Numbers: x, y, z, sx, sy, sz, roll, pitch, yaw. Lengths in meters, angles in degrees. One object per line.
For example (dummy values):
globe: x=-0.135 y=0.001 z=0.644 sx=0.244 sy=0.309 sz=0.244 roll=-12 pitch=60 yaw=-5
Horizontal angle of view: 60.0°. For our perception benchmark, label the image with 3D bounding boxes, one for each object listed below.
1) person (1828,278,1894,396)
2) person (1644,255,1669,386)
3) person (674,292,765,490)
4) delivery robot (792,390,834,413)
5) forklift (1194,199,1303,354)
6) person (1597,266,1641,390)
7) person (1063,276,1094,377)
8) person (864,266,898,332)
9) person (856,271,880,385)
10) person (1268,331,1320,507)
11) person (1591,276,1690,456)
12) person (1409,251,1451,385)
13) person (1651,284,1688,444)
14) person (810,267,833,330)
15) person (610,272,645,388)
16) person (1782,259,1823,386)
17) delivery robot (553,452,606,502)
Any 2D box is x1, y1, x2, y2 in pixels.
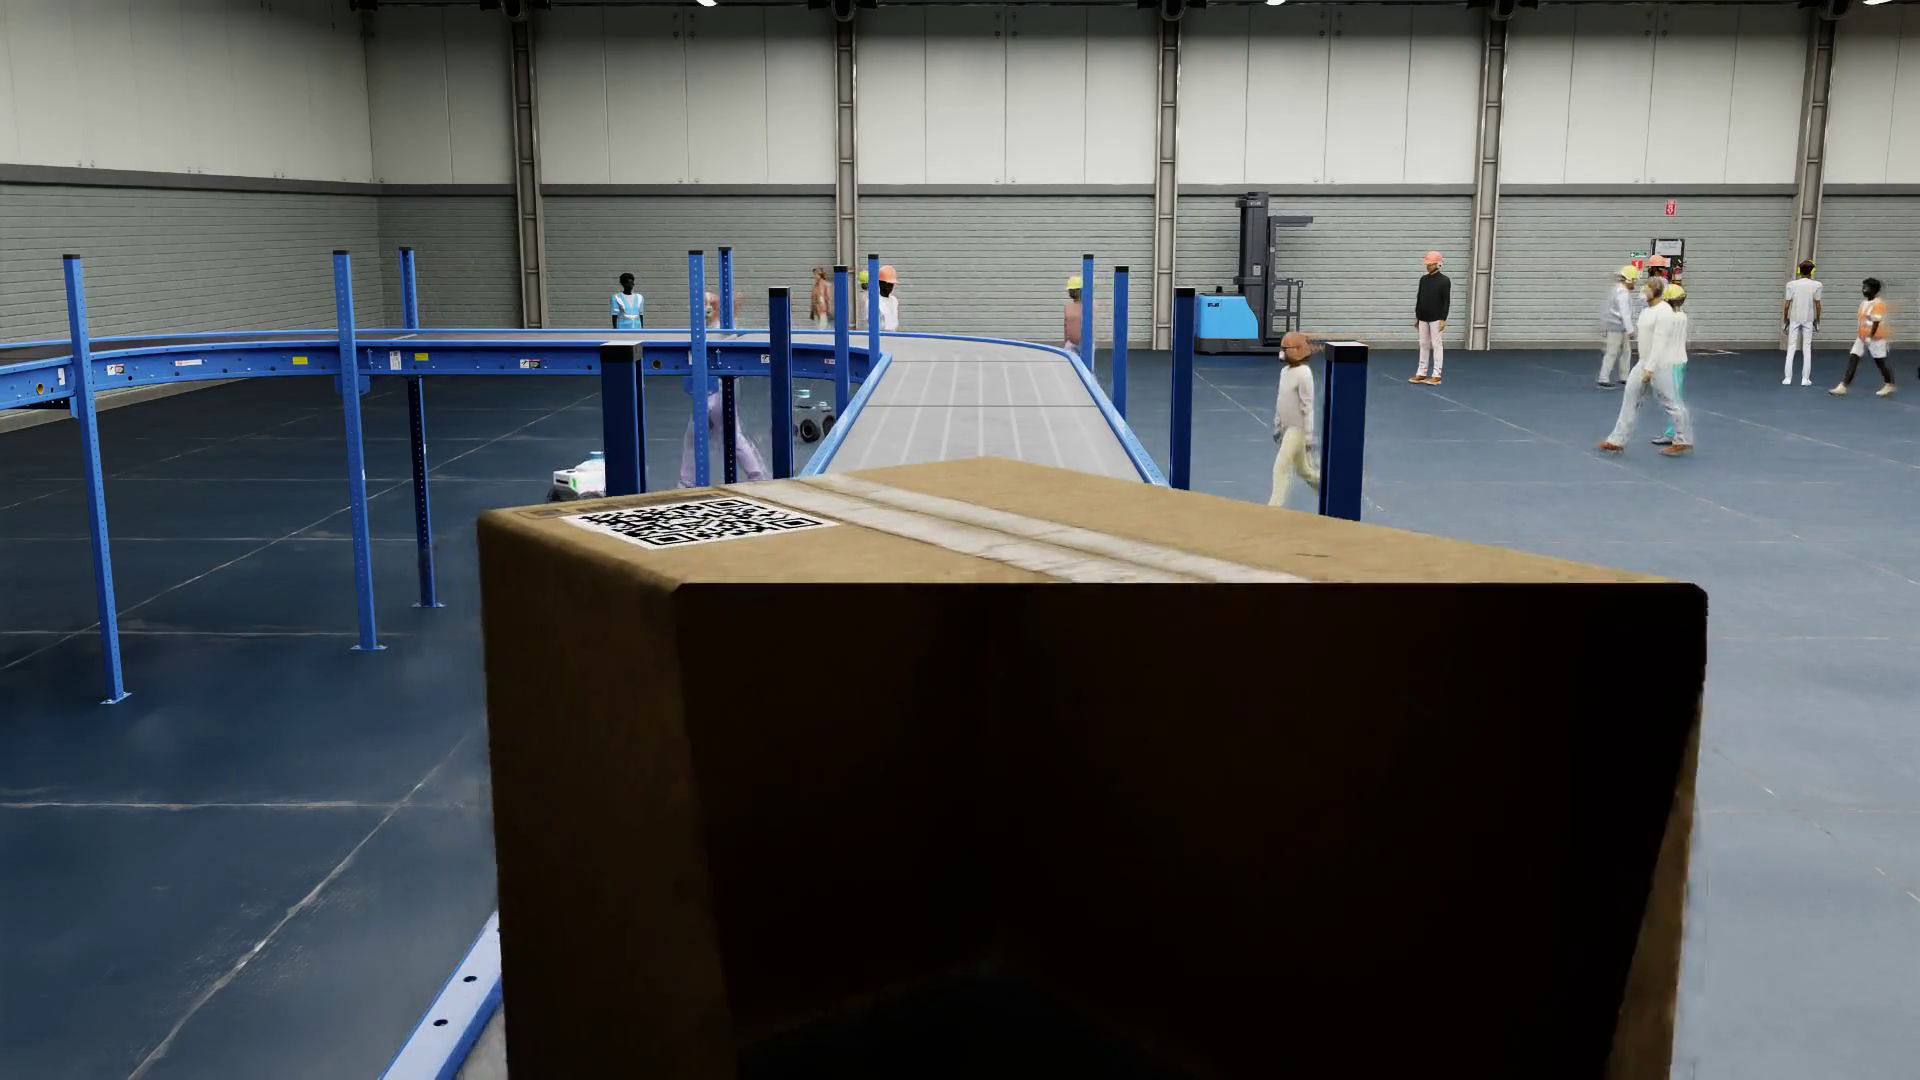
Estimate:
person: x=12.736 y=-2.832 z=23.275 sx=0.878 sy=1.650 sz=0.540 roll=-1 pitch=11 yaw=-3
person: x=10.346 y=-3.280 z=24.848 sx=0.373 sy=1.934 sz=0.551 roll=9 pitch=14 yaw=39
person: x=-2.127 y=-1.228 z=14.520 sx=0.984 sy=1.866 sz=0.644 roll=-4 pitch=12 yaw=-21
delivery robot: x=-1.760 y=-1.589 z=18.919 sx=0.698 sy=0.223 sz=0.335 roll=7 pitch=13 yaw=33
forklift: x=5.313 y=-4.851 z=30.603 sx=1.873 sy=2.768 sz=1.129 roll=0 pitch=11 yaw=1
person: x=9.690 y=-3.085 z=24.233 sx=0.711 sy=1.796 sz=0.600 roll=4 pitch=12 yaw=18
person: x=1.464 y=-2.523 z=21.477 sx=0.543 sy=1.726 sz=0.868 roll=10 pitch=15 yaw=42
person: x=-0.874 y=-2.239 z=19.503 sx=0.374 sy=1.934 sz=0.548 roll=7 pitch=13 yaw=33
person: x=-1.239 y=-3.139 z=24.701 sx=0.544 sy=1.710 sz=0.857 roll=-9 pitch=14 yaw=-38
person: x=2.744 y=-0.884 z=13.400 sx=0.808 sy=1.604 sz=0.514 roll=-2 pitch=11 yaw=-8
person: x=7.265 y=-1.818 z=17.475 sx=1.021 sy=1.889 sz=0.641 roll=-1 pitch=11 yaw=-4
person: x=7.089 y=-3.347 z=25.043 sx=0.375 sy=1.996 sz=0.611 roll=-7 pitch=13 yaw=-31
person: x=7.883 y=-1.946 z=18.448 sx=0.329 sy=1.764 sz=0.524 roll=7 pitch=13 yaw=32
person: x=-2.452 y=-3.971 z=29.188 sx=0.371 sy=1.624 sz=0.541 roll=-9 pitch=14 yaw=-39
person: x=-4.826 y=-3.036 z=24.210 sx=0.535 sy=1.698 sz=0.318 roll=-9 pitch=14 yaw=-38
person: x=12.599 y=-3.257 z=24.905 sx=0.515 sy=1.872 sz=0.328 roll=6 pitch=12 yaw=27
delivery robot: x=-3.048 y=-0.500 z=13.993 sx=0.477 sy=0.478 sz=0.707 roll=10 pitch=15 yaw=42
